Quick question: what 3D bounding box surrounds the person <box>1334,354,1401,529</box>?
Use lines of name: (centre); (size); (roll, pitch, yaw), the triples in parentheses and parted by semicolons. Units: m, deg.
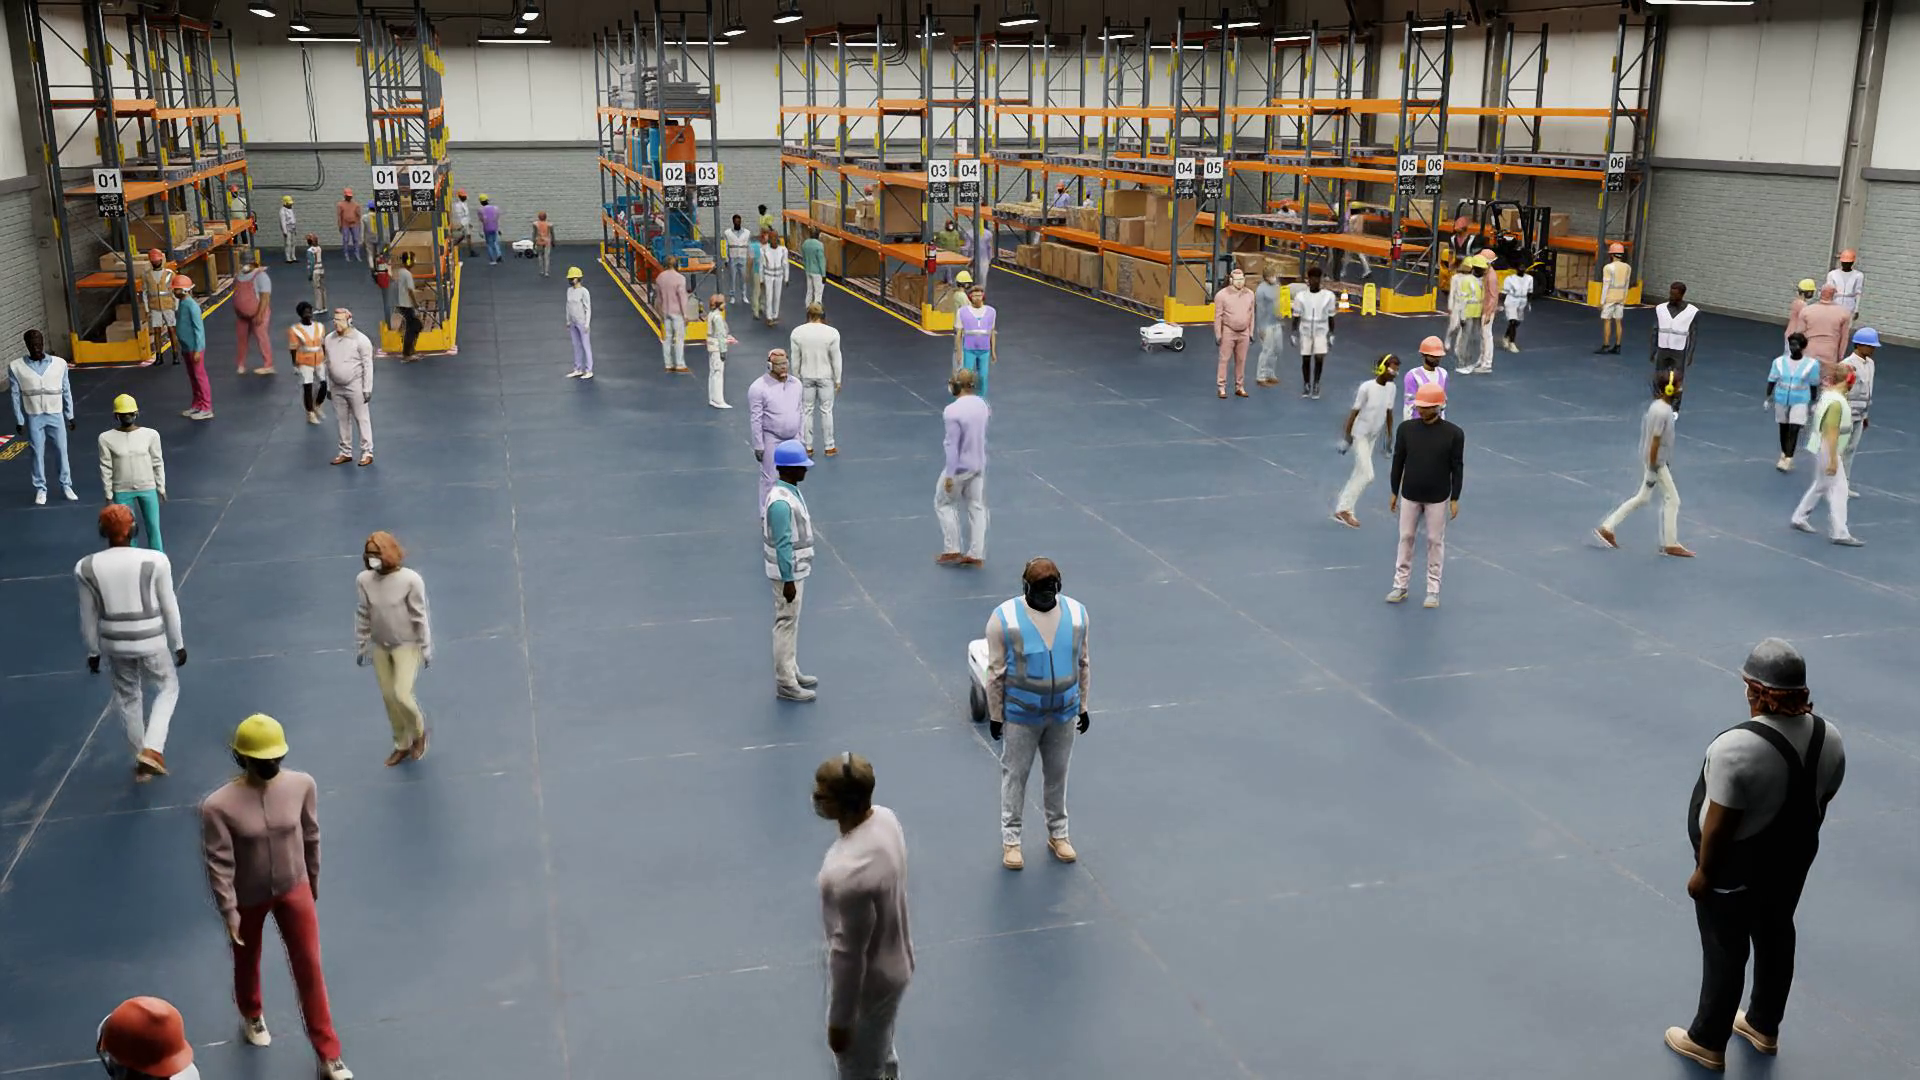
person: (4.214, -1.039, 17.261); (0.522, 1.821, 0.629); (-13, 20, -41)

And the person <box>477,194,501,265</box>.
person: (-12.608, -8.299, 44.447); (0.604, 1.890, 0.425); (-12, 19, -39)

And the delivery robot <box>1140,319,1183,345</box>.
delivery robot: (3.548, -3.640, 29.303); (0.707, 0.478, 0.477); (-4, 15, -15)

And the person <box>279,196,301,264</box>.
person: (-18.037, -8.330, 44.715); (0.404, 1.820, 0.599); (1, 15, 3)

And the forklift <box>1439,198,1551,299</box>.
forklift: (11.913, -6.508, 37.130); (2.313, 2.155, 1.214); (-4, 15, -15)

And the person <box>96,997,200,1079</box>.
person: (-2.469, 2.213, 5.178); (0.339, 1.742, 0.563); (3, 15, 10)

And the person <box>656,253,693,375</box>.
person: (-4.616, -3.645, 26.847); (0.635, 1.937, 0.352); (11, 18, 34)

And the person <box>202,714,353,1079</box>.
person: (-3.127, 1.598, 7.537); (0.522, 1.721, 0.915); (-12, 19, -37)

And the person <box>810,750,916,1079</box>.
person: (-0.332, 1.739, 6.595); (0.511, 1.940, 0.786); (3, 15, 10)

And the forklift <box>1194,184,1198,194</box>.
forklift: (7.392, -11.333, 53.972); (1.873, 2.768, 1.129); (-4, 15, -15)

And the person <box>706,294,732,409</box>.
person: (-3.484, -2.717, 23.929); (0.314, 1.639, 0.517); (-6, 16, -21)

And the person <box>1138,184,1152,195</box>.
person: (5.710, -10.202, 51.776); (0.630, 1.816, 0.746); (8, 17, 28)

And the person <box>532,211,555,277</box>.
person: (-10.434, -7.436, 41.732); (0.546, 1.603, 0.782); (-3, 15, -12)

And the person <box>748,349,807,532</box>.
person: (-1.828, -0.999, 16.954); (0.643, 1.908, 0.408); (-13, 20, -41)

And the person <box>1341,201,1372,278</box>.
person: (9.837, -7.451, 41.279); (0.596, 1.889, 0.980); (-12, 19, -37)

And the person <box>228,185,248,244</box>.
person: (-20.319, -8.967, 46.770); (0.622, 1.991, 0.389); (-4, 15, -16)

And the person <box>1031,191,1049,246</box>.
person: (2.319, -9.134, 47.791); (0.645, 1.785, 0.916); (12, 19, 37)

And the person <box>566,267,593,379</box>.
person: (-6.074, -3.449, 26.443); (0.525, 1.769, 0.315); (11, 18, 36)

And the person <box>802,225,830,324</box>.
person: (-2.862, -5.250, 32.889); (0.372, 1.940, 0.631); (-14, 20, -42)

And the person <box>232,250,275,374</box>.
person: (-11.443, -3.690, 26.822); (0.687, 2.000, 0.544); (4, 15, 15)

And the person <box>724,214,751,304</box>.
person: (-4.829, -6.107, 36.150); (0.596, 1.918, 0.379); (-4, 15, -16)

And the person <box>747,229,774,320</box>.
person: (-4.050, -5.332, 33.430); (0.749, 1.821, 0.432); (-14, 20, -41)

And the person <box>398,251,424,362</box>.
person: (-9.276, -3.949, 28.152); (0.541, 1.847, 0.556); (-8, 17, -28)

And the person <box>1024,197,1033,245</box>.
person: (1.992, -9.105, 47.979); (0.286, 1.633, 0.499); (2, 15, 8)

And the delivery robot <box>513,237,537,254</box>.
delivery robot: (-12.156, -8.223, 46.547); (0.707, 0.478, 0.477); (5, 16, 19)

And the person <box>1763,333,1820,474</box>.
person: (9.868, -1.631, 19.806); (0.553, 1.648, 0.856); (14, 20, 41)

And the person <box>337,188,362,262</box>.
person: (-16.598, -8.561, 45.258); (0.617, 1.985, 0.418); (-10, 18, -32)

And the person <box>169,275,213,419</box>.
person: (-10.686, -2.679, 23.102); (0.382, 1.996, 0.608); (-13, 19, -40)

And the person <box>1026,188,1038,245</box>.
person: (2.115, -9.456, 48.703); (0.409, 1.943, 0.615); (-1, 15, -5)

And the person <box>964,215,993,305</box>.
person: (0.392, -6.065, 36.006); (0.632, 1.919, 0.713); (-3, 15, -12)

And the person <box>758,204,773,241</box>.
person: (-5.064, -7.944, 43.567); (0.318, 1.661, 0.614); (-10, 18, -33)

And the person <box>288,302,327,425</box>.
person: (-8.837, -2.403, 22.650); (0.372, 1.683, 0.551); (13, 20, 41)

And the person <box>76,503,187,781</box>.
person: (-5.321, 0.675, 10.706); (0.605, 1.872, 0.458); (-2, 15, -9)

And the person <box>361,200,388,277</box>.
person: (-14.386, -7.378, 40.902); (0.630, 1.931, 0.527); (-4, 15, -15)

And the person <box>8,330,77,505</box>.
person: (-10.077, -1.363, 18.301); (0.596, 1.918, 0.380); (-11, 18, -35)

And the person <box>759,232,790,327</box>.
person: (-3.628, -5.103, 32.558); (0.583, 1.824, 0.948); (-4, 15, -15)

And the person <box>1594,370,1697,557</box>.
person: (6.742, -0.765, 16.217); (0.915, 1.838, 0.525); (5, 16, 18)
